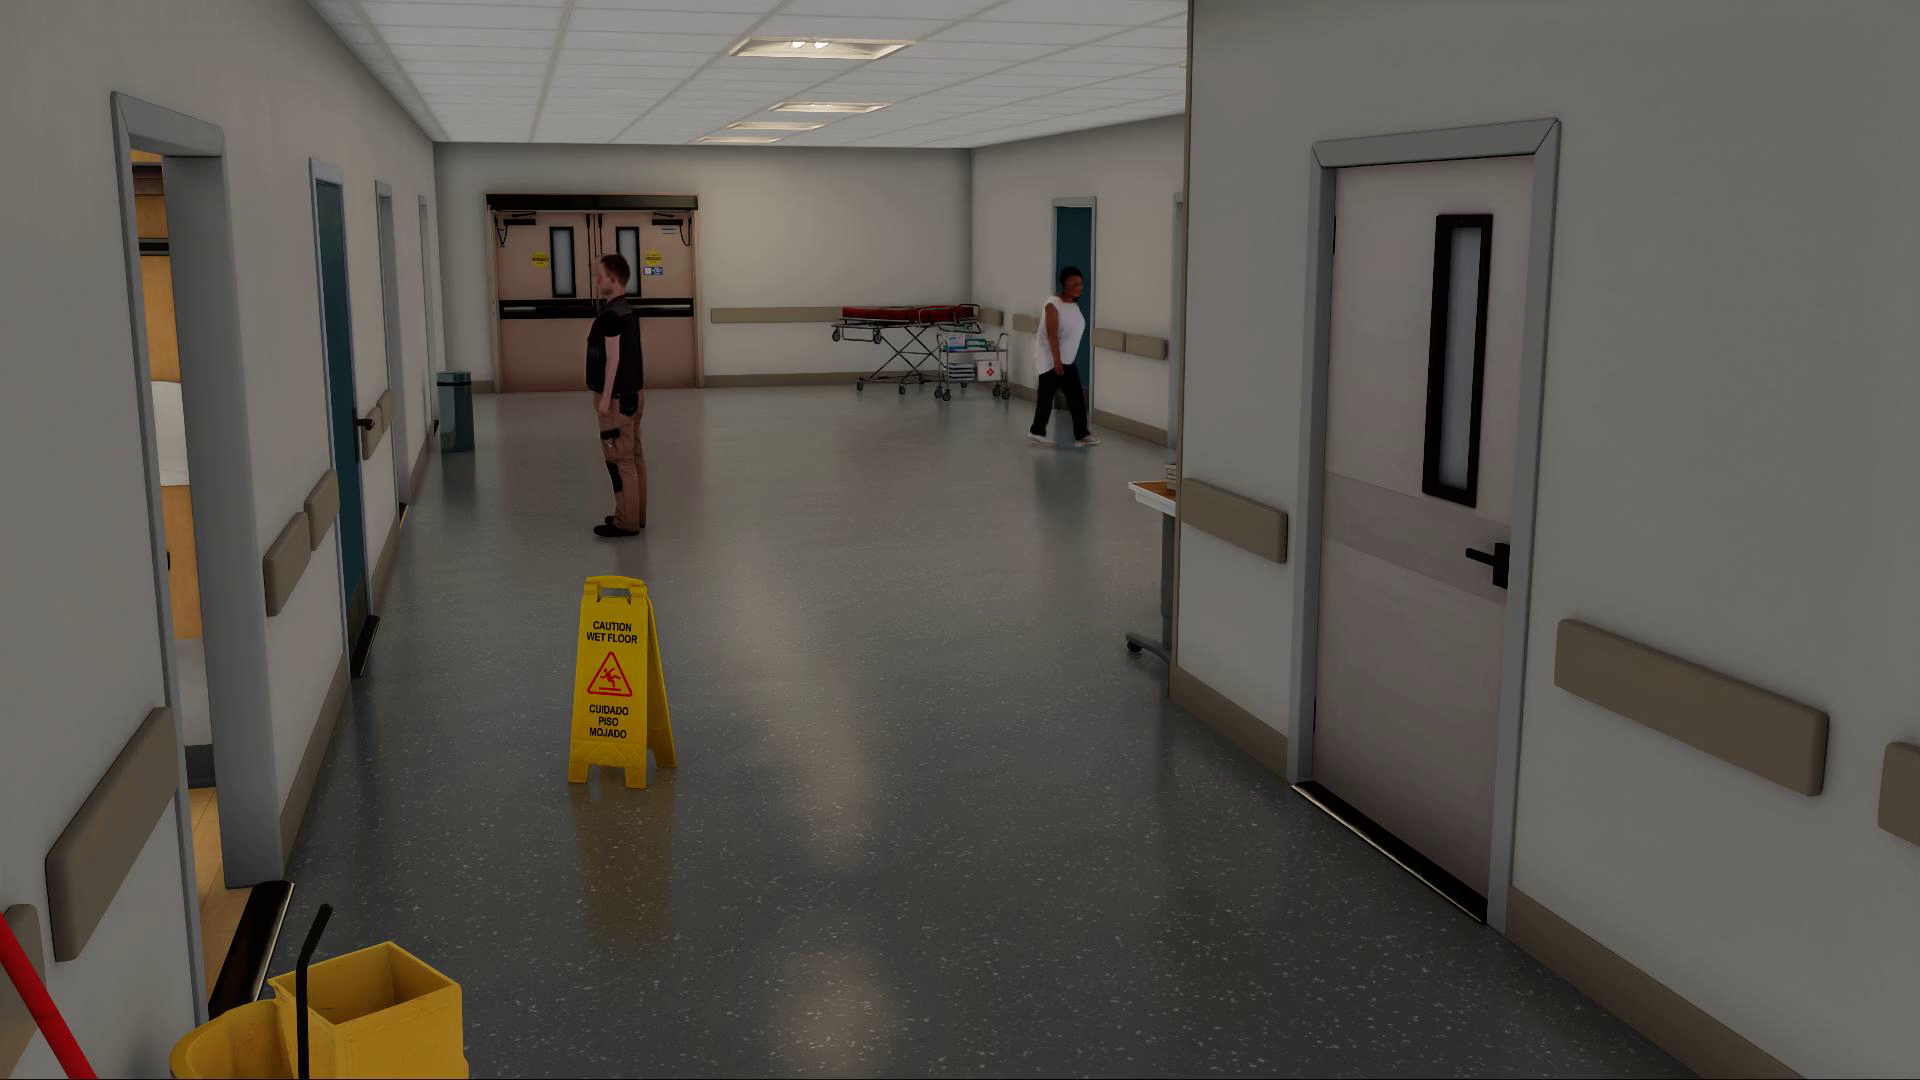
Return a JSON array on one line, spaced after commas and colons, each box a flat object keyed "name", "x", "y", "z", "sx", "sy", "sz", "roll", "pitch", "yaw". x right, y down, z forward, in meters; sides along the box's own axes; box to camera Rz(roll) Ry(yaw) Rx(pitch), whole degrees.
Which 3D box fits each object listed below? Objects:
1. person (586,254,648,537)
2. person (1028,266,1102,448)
[{"name": "person", "x": -2.246, "y": -0.964, "z": 11.006, "sx": 0.801, "sy": 1.843, "sz": 0.626, "roll": 0, "pitch": 11, "yaw": 1}, {"name": "person", "x": 0.860, "y": -1.643, "z": 15.131, "sx": 1.098, "sy": 1.640, "sz": 1.001, "roll": 6, "pitch": 12, "yaw": 29}]
